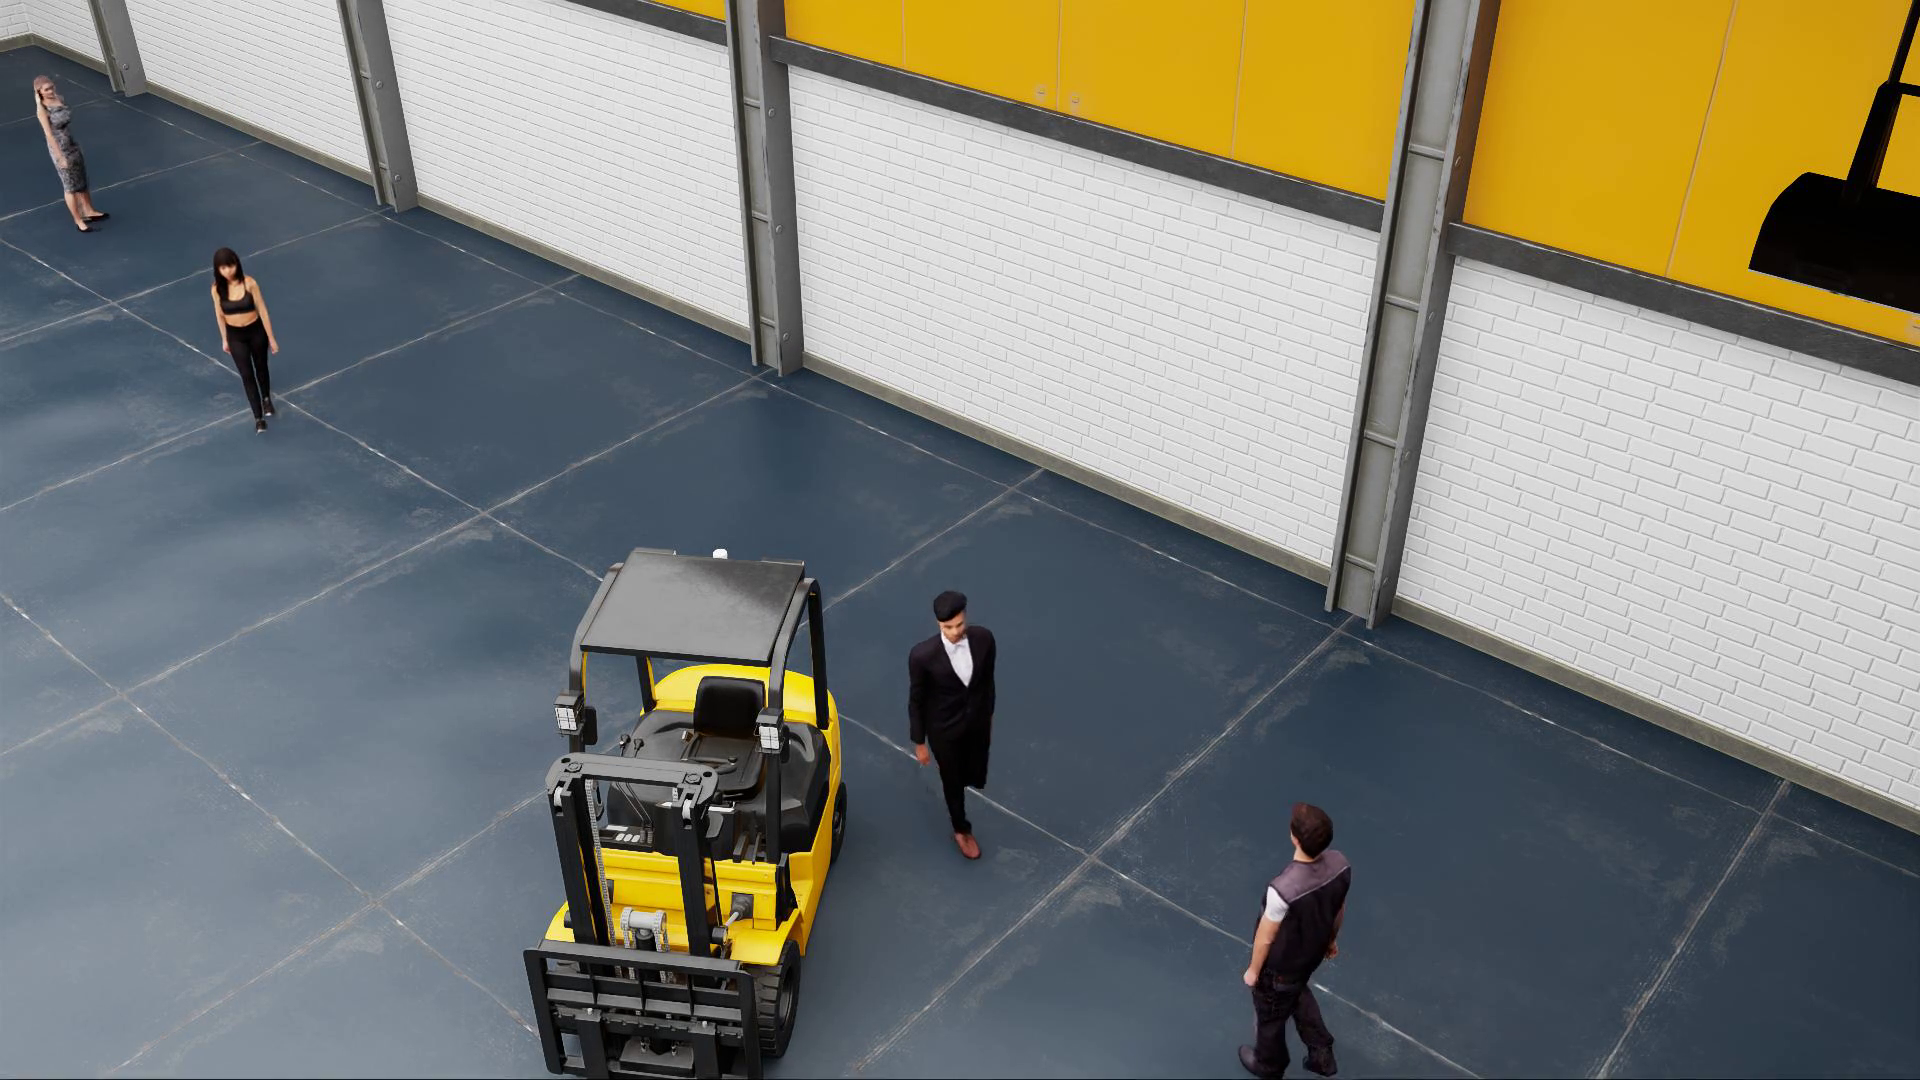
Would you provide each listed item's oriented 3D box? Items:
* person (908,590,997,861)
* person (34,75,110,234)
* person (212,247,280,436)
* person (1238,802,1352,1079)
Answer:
[{"bbox_3d":[-0.054,1.020,9.725,0.904,1.868,0.988,-15,36,-21],"label":"person"},{"bbox_3d":[-9.473,-4.122,17.621,0.730,1.691,0.764,-1,34,-1],"label":"person"},{"bbox_3d":[-6.054,-1.759,14.134,0.880,1.614,1.091,-13,36,-19],"label":"person"},{"bbox_3d":[1.693,2.080,8.157,0.736,1.839,0.808,-24,40,-31],"label":"person"}]
